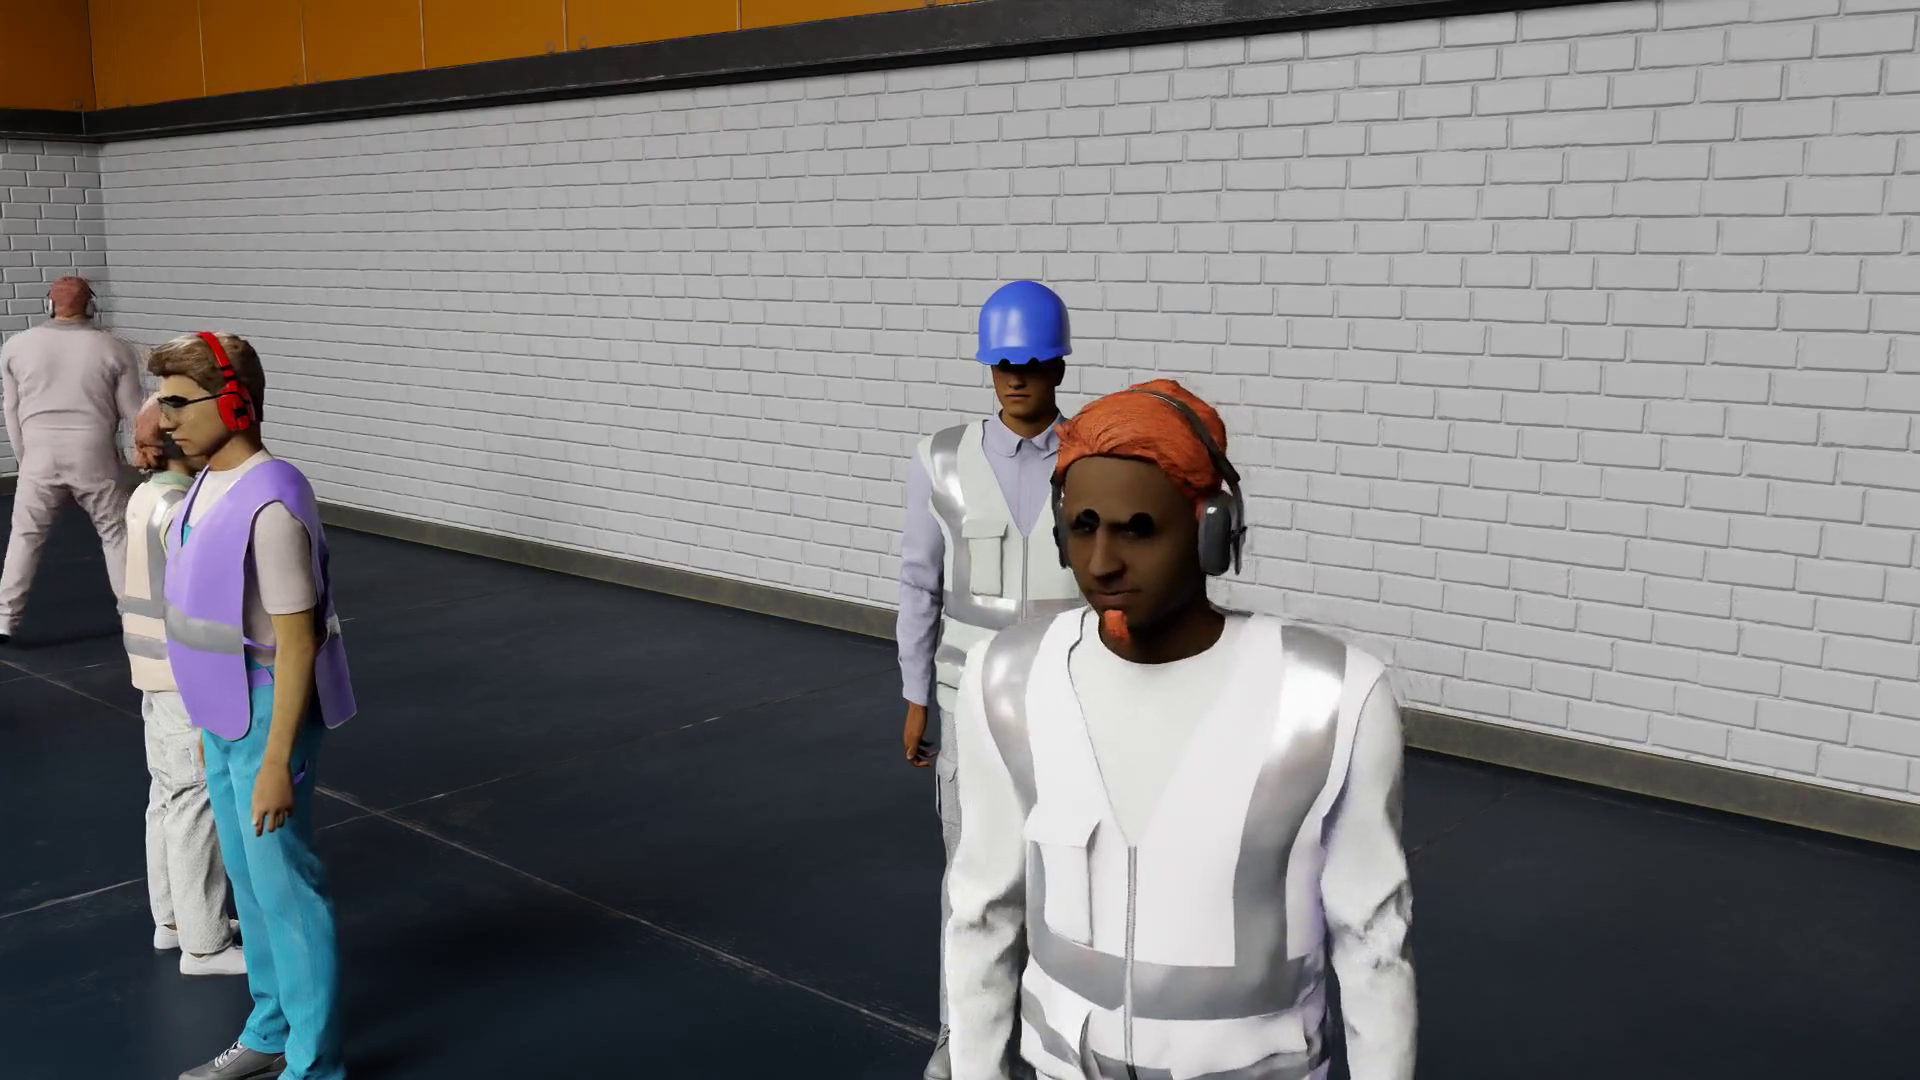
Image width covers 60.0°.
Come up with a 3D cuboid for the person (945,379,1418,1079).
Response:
[{"bbox_3d":[0.256,0.730,2.114,0.593,1.864,0.442,5,11,28],"label":"person"}]

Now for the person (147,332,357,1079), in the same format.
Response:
[{"bbox_3d":[-1.612,0.443,3.829,0.390,1.840,0.565,-8,13,-38],"label":"person"}]

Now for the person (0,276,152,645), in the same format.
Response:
[{"bbox_3d":[-4.578,-0.392,8.510,0.856,1.877,0.545,-3,10,-18],"label":"person"}]

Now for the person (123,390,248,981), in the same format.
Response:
[{"bbox_3d":[-2.153,0.400,4.652,0.312,1.636,0.520,-8,13,-38],"label":"person"}]

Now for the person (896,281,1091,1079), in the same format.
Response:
[{"bbox_3d":[0.155,0.367,3.951,0.617,1.946,0.396,1,10,5],"label":"person"}]
